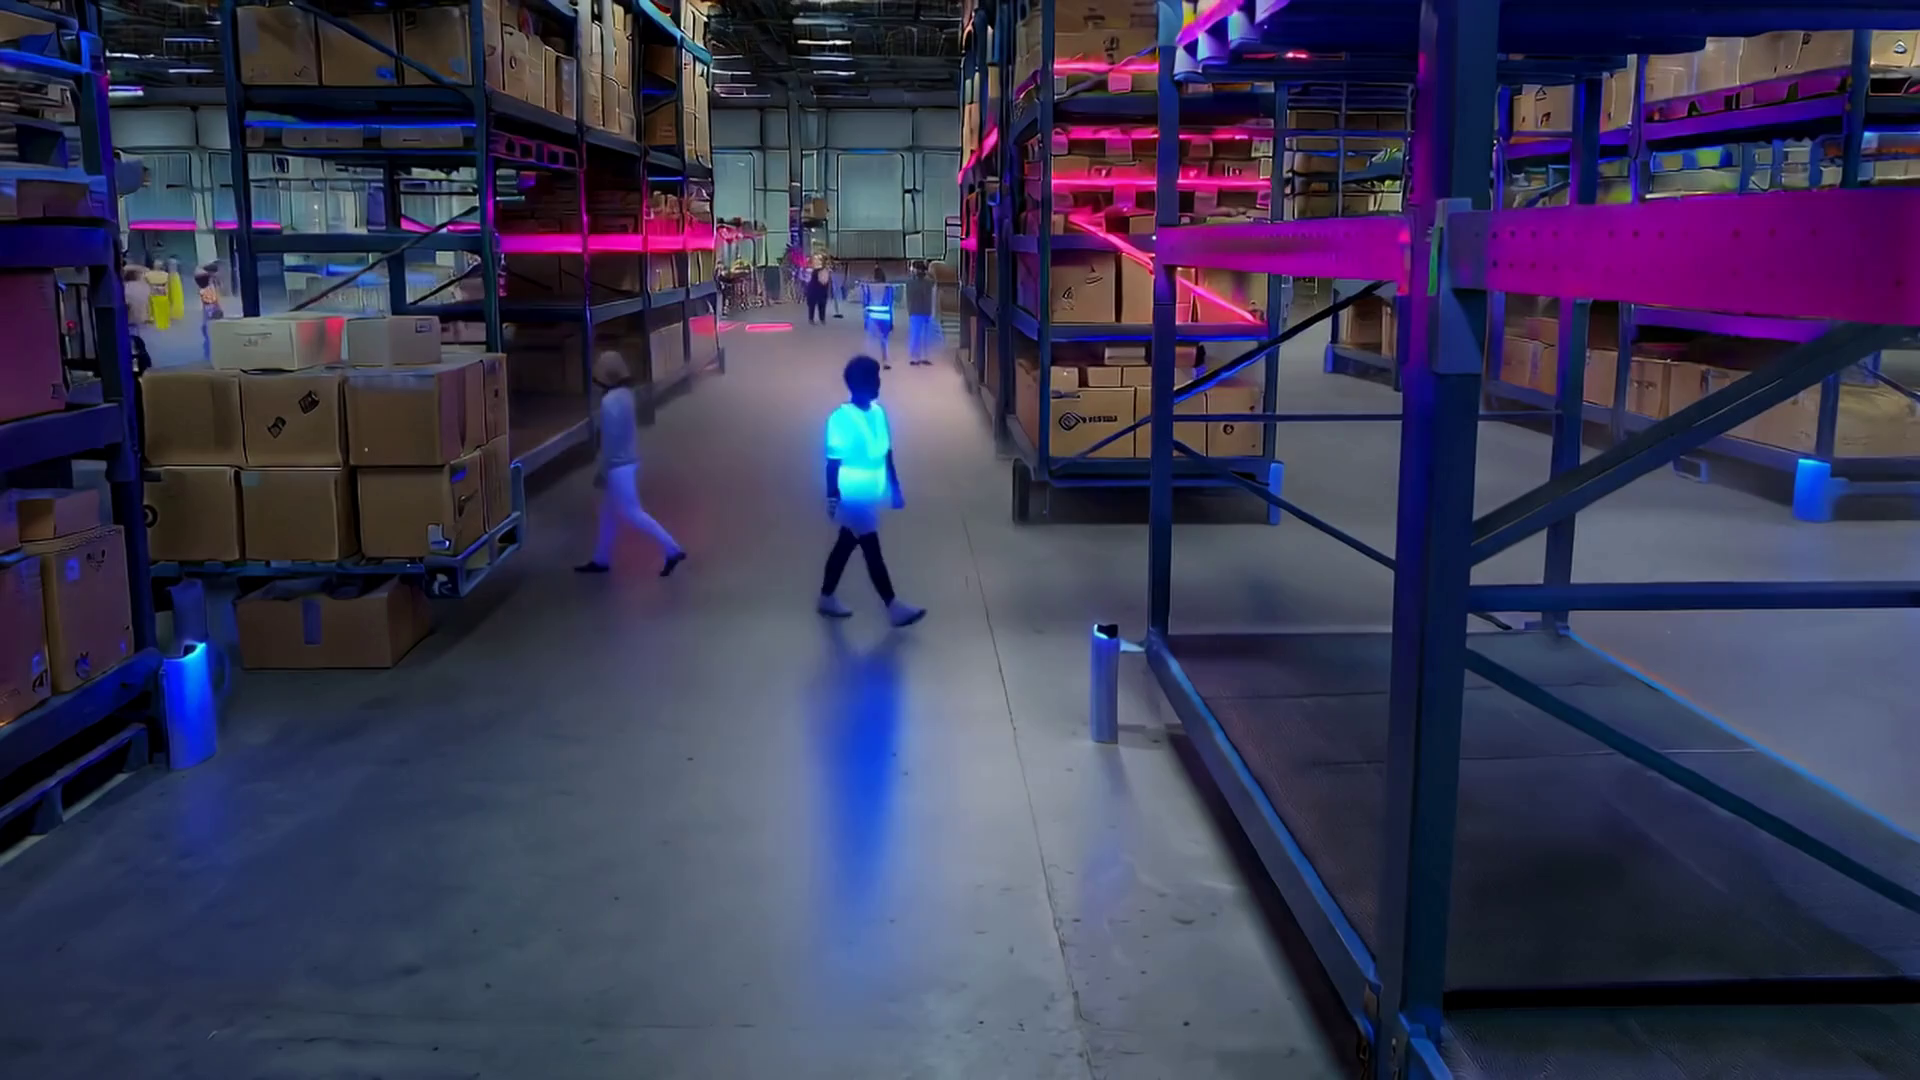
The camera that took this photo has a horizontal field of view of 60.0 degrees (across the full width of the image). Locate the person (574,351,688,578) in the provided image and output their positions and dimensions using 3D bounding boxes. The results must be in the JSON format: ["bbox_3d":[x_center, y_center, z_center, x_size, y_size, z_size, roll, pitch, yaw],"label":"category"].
[{"bbox_3d":[-2.309,-0.523,11.607,0.818,1.600,0.511,1,10,5],"label":"person"}]

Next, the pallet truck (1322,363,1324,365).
[{"bbox_3d":[7.712,-4.157,30.737,1.885,1.965,0.823,3,11,16],"label":"pallet truck"}]

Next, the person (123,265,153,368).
[{"bbox_3d":[-15.341,-4.149,30.917,0.590,1.910,0.563,1,10,6],"label":"person"}]

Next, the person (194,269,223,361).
[{"bbox_3d":[-13.081,-3.810,29.189,0.969,1.872,0.632,-4,11,-22],"label":"person"}]

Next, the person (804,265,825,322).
[{"bbox_3d":[-4.210,-7.301,48.418,0.633,1.939,0.368,-2,10,-10],"label":"person"}]

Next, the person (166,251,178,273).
[{"bbox_3d":[-31.973,-10.703,67.285,0.903,1.960,0.660,3,10,14],"label":"person"}]

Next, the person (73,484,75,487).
[{"bbox_3d":[-6.140,-0.479,11.008,0.907,1.727,0.514,-1,10,-7],"label":"person"}]

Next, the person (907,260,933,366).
[{"bbox_3d":[-0.753,-4.292,31.495,0.386,1.992,0.624,9,13,40],"label":"person"}]

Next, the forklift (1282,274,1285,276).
[{"bbox_3d":[12.240,-10.302,62.509,1.129,2.768,1.873,0,10,-2],"label":"forklift"}]

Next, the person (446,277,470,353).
[{"bbox_3d":[-10.074,-4.458,33.436,0.534,1.628,0.514,6,12,30],"label":"person"}]

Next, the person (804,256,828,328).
[{"bbox_3d":[-3.917,-6.787,45.270,0.679,2.000,1.085,0,10,2],"label":"person"}]

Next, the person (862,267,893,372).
[{"bbox_3d":[-1.480,-3.953,29.927,0.574,1.881,0.357,2,10,12],"label":"person"}]

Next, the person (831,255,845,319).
[{"bbox_3d":[-3.711,-7.725,50.791,0.374,1.936,0.628,-6,12,-28],"label":"person"}]

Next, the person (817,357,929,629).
[{"bbox_3d":[-0.565,-0.292,10.162,0.860,1.644,0.551,5,11,27],"label":"person"}]

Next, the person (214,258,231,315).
[{"bbox_3d":[-23.459,-8.013,52.716,0.694,1.812,0.548,-5,11,-26],"label":"person"}]

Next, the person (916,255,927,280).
[{"bbox_3d":[-1.238,-8.553,55.452,0.614,1.914,0.600,1,10,3],"label":"person"}]

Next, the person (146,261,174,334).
[{"bbox_3d":[-20.397,-6.181,42.418,0.602,1.867,1.013,-3,11,-14],"label":"person"}]

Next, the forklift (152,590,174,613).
[{"bbox_3d":[-5.858,-0.811,9.639,1.873,2.768,1.129,-1,10,-3],"label":"forklift"}]
